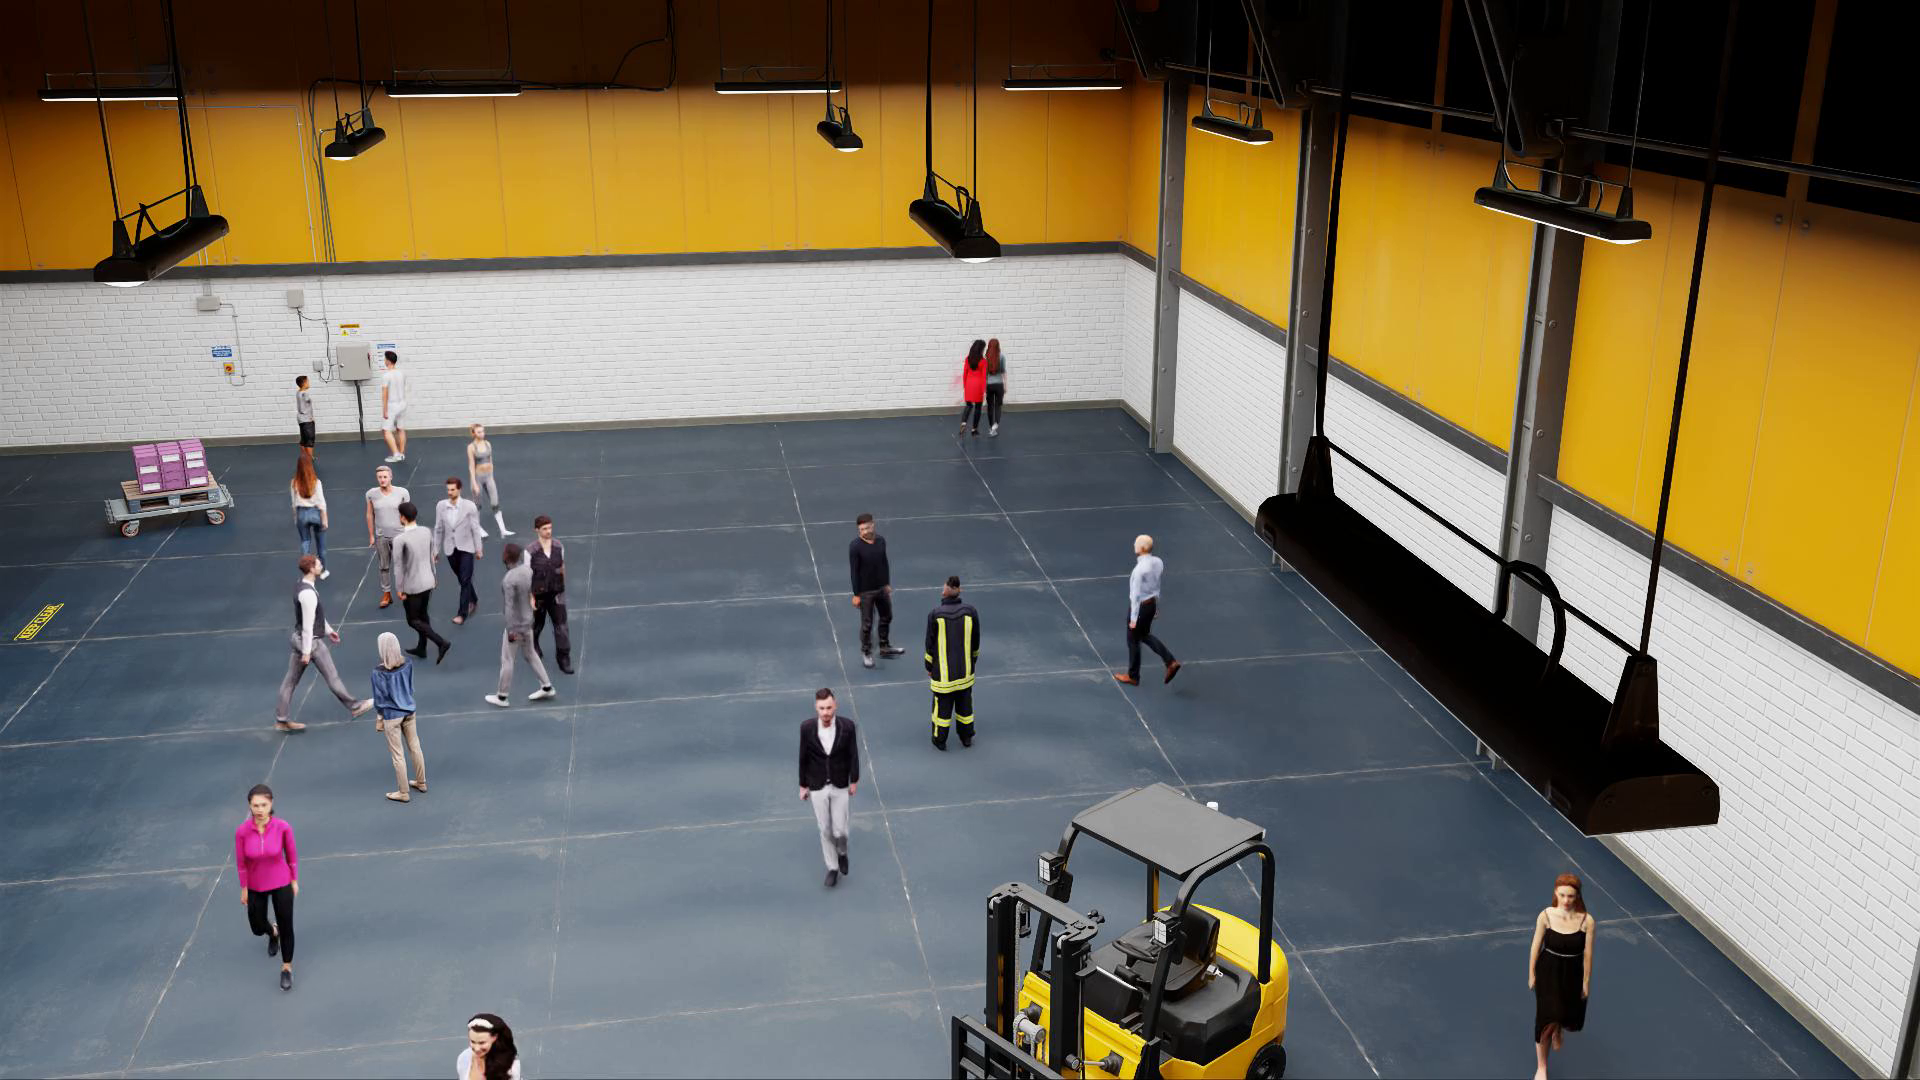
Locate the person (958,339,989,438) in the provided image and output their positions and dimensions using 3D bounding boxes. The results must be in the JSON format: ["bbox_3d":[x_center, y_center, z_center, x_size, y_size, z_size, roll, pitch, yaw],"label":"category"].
[{"bbox_3d":[0.233,-2.560,28.474,0.953,1.726,1.033,8,20,22],"label":"person"}]

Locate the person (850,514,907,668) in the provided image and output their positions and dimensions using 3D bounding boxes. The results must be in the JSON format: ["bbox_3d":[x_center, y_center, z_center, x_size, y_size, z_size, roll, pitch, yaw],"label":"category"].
[{"bbox_3d":[-1.004,0.562,19.027,0.829,1.839,0.920,14,23,35],"label":"person"}]

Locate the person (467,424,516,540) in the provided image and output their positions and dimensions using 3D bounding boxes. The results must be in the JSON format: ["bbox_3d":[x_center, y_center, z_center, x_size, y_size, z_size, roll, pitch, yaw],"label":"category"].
[{"bbox_3d":[-6.774,-0.822,23.395,1.099,1.673,0.988,15,24,38],"label":"person"}]

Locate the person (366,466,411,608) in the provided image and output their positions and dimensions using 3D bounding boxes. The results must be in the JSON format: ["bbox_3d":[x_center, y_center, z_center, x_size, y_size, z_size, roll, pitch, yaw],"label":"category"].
[{"bbox_3d":[-7.151,-0.067,20.904,0.690,1.832,0.549,-4,19,-11],"label":"person"}]

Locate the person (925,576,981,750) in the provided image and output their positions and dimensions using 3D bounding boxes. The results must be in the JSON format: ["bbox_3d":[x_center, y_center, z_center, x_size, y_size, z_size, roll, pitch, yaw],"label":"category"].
[{"bbox_3d":[-0.089,1.241,16.981,0.785,1.857,0.746,-7,20,-20],"label":"person"}]

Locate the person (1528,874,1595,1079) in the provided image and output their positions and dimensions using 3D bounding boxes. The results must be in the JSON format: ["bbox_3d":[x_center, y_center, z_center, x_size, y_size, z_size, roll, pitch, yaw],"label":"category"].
[{"bbox_3d":[4.288,3.091,11.880,0.761,1.607,0.892,5,19,15],"label":"person"}]

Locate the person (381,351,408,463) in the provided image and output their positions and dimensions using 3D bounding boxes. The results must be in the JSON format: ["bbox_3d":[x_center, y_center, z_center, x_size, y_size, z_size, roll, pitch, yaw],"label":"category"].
[{"bbox_3d":[-9.161,-2.168,27.114,0.893,1.851,0.813,10,21,26],"label":"person"}]

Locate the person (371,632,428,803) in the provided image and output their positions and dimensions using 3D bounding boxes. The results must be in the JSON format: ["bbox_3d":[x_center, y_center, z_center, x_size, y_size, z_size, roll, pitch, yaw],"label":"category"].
[{"bbox_3d":[-5.388,1.679,15.933,0.771,1.697,0.692,10,21,27],"label":"person"}]

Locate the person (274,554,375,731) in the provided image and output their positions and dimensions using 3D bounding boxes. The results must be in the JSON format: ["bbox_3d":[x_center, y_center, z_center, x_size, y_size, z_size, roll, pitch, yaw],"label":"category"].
[{"bbox_3d":[-6.894,1.109,17.326,1.094,1.887,1.312,-12,22,-32],"label":"person"}]

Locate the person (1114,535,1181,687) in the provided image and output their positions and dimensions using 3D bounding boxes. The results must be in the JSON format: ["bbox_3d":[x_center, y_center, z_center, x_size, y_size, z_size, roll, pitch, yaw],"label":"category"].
[{"bbox_3d":[2.087,0.815,18.376,1.089,1.775,1.031,12,22,32],"label":"person"}]

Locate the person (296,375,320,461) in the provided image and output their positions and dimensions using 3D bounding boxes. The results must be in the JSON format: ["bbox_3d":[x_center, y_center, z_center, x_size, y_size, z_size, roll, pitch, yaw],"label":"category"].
[{"bbox_3d":[-10.788,-2.055,27.404,0.613,1.452,0.691,15,24,38],"label":"person"}]

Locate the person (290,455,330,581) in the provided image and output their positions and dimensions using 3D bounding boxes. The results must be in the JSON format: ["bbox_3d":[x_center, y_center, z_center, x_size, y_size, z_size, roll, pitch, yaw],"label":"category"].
[{"bbox_3d":[-8.479,-0.258,21.648,0.623,1.719,0.835,-2,19,-5],"label":"person"}]

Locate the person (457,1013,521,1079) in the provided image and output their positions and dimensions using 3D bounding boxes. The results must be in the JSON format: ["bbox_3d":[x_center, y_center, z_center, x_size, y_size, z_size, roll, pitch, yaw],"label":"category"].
[{"bbox_3d":[-2.780,3.595,10.100,0.846,1.787,1.076,3,19,7],"label":"person"}]

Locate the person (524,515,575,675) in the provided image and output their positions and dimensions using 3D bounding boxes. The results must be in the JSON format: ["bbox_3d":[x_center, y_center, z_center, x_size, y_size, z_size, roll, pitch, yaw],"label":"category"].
[{"bbox_3d":[-4.754,0.598,18.953,0.942,1.817,1.231,-12,22,-31],"label":"person"}]

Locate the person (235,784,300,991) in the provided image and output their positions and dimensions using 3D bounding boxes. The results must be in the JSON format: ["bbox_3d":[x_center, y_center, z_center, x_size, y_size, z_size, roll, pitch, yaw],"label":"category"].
[{"bbox_3d":[-5.393,2.666,13.009,0.655,1.691,0.835,-6,19,-16],"label":"person"}]

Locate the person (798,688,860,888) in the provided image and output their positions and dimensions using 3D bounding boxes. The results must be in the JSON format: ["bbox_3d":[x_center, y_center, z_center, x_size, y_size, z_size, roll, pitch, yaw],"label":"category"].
[{"bbox_3d":[-1.132,2.102,14.470,0.727,1.828,0.719,0,19,0],"label":"person"}]

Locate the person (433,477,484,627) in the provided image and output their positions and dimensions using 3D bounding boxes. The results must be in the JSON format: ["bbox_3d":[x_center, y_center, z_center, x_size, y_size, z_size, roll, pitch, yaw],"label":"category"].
[{"bbox_3d":[-6.113,0.098,20.452,0.963,1.808,1.242,4,19,11],"label":"person"}]

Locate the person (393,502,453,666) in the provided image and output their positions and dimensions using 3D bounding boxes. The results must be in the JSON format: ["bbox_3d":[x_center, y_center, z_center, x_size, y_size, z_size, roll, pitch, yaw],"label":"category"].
[{"bbox_3d":[-6.155,0.511,19.079,1.165,1.902,1.154,9,21,25],"label":"person"}]

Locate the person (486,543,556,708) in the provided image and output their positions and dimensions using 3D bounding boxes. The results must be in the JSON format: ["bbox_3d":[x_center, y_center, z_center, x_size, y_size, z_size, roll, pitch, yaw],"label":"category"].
[{"bbox_3d":[-4.701,0.913,18.029,0.964,1.810,0.979,0,19,1],"label":"person"}]

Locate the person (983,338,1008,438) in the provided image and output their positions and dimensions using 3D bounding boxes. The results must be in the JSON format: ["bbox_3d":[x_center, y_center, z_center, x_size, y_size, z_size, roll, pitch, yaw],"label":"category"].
[{"bbox_3d":[0.583,-2.580,28.533,0.721,1.727,0.943,0,19,0],"label":"person"}]
